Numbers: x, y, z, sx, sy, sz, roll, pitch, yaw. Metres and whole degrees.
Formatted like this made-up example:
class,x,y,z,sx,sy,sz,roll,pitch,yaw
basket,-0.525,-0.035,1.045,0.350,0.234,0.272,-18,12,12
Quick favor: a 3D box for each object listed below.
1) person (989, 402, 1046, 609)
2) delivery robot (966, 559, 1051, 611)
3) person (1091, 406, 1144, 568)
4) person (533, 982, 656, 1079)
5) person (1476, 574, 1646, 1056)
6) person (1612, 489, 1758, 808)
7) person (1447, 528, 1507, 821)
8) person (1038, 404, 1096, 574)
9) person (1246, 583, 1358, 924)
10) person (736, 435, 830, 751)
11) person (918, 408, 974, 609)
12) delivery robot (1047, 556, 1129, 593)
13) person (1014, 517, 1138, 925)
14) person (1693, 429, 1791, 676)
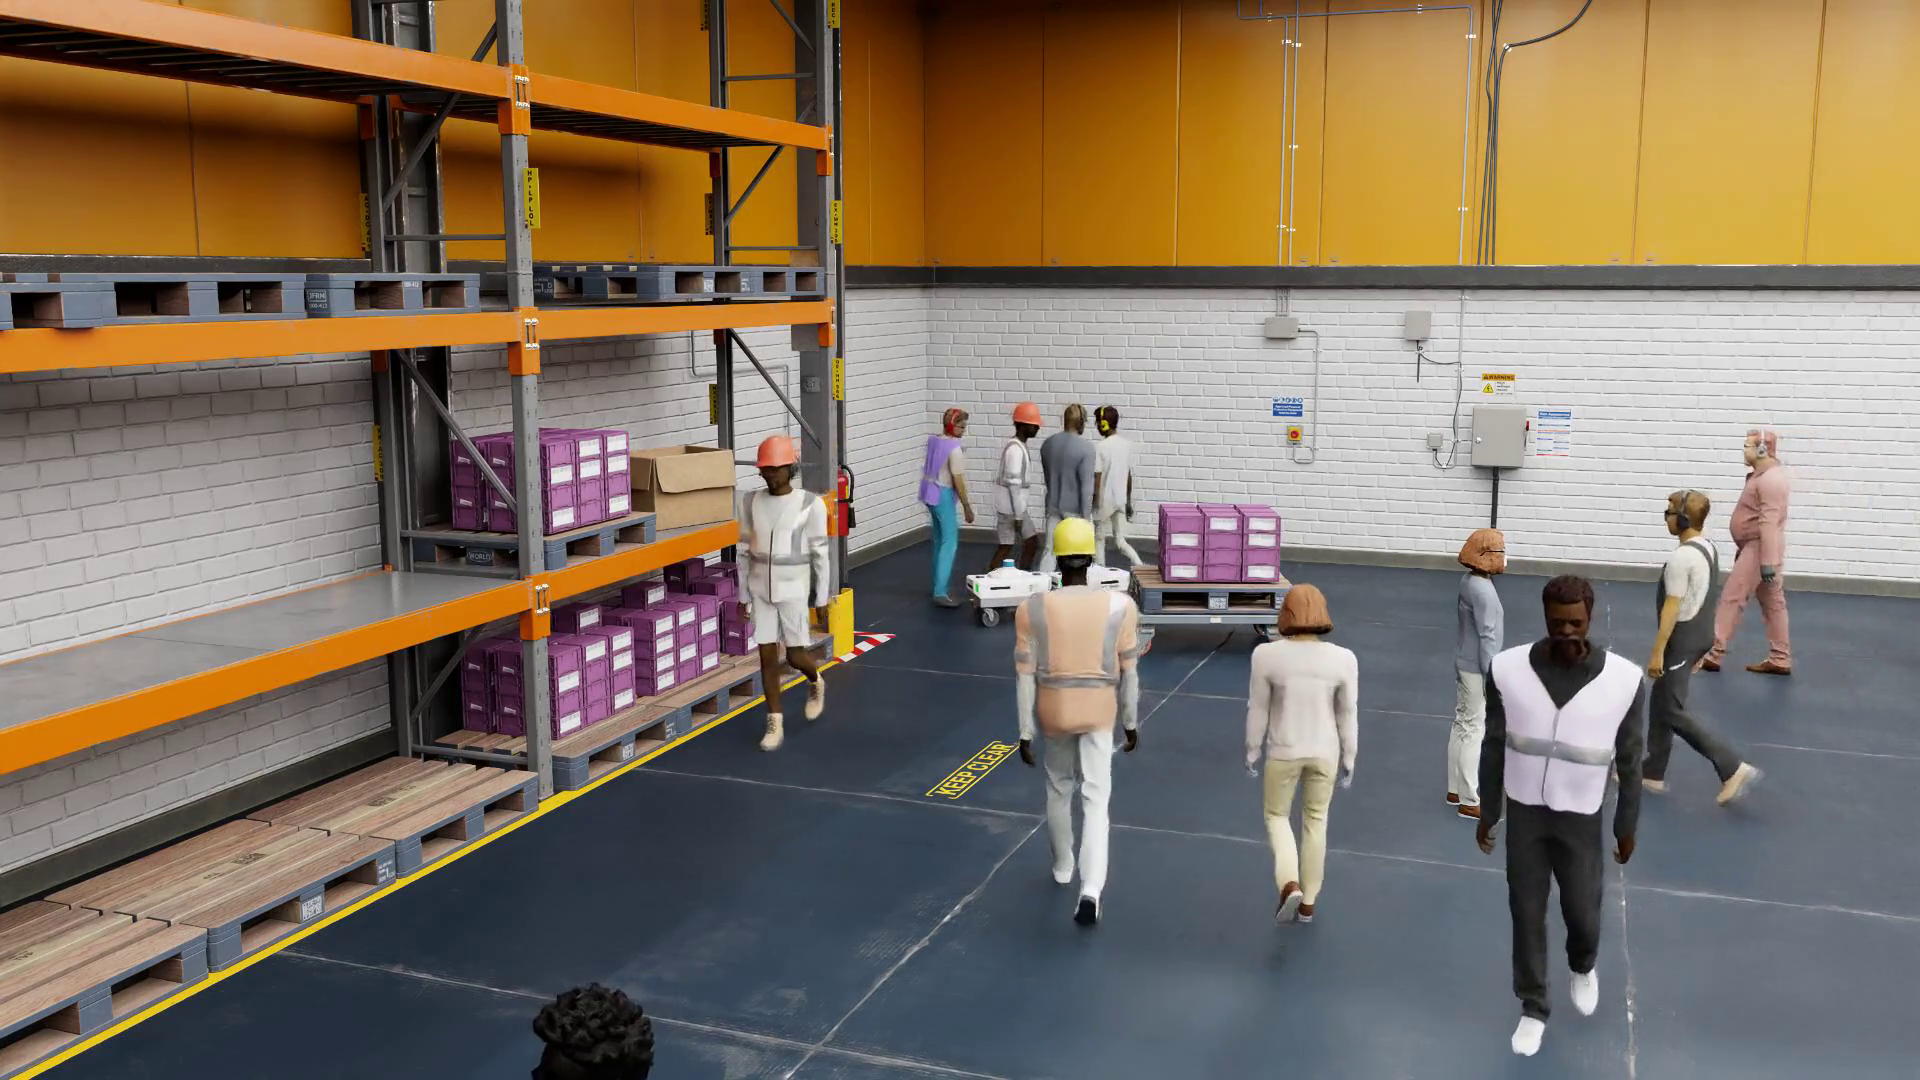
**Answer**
class,x,y,z,sx,sy,sz,roll,pitch,yaw
person,0.524,-0.297,15.007,0.693,1.898,0.565,2,9,10
delivery robot,0.421,0.413,14.483,0.707,0.478,0.477,-2,9,-15
person,1.443,-0.335,15.466,0.542,1.838,0.767,-7,12,-39
person,-0.693,1.672,3.281,0.535,1.699,0.321,2,9,13
person,2.356,1.053,6.556,0.599,1.901,0.506,4,10,26
person,4.195,0.618,9.527,0.739,1.825,0.519,7,12,38
person,2.914,0.741,9.337,0.284,1.633,0.497,1,9,3
person,1.004,-0.272,14.899,0.635,1.884,0.953,8,12,41
person,1.587,1.009,7.692,0.516,1.616,0.489,1,9,4
person,-1.131,0.318,10.772,0.613,2.026,0.657,3,9,17
person,-0.138,-0.303,15.348,0.441,1.816,0.873,-3,10,-20
delivery robot,1.132,0.384,14.664,0.707,0.478,0.477,-4,10,-24
person,0.555,0.838,7.929,0.593,1.897,0.928,1,9,3
person,5.954,0.089,12.678,0.899,1.866,0.666,5,10,28
